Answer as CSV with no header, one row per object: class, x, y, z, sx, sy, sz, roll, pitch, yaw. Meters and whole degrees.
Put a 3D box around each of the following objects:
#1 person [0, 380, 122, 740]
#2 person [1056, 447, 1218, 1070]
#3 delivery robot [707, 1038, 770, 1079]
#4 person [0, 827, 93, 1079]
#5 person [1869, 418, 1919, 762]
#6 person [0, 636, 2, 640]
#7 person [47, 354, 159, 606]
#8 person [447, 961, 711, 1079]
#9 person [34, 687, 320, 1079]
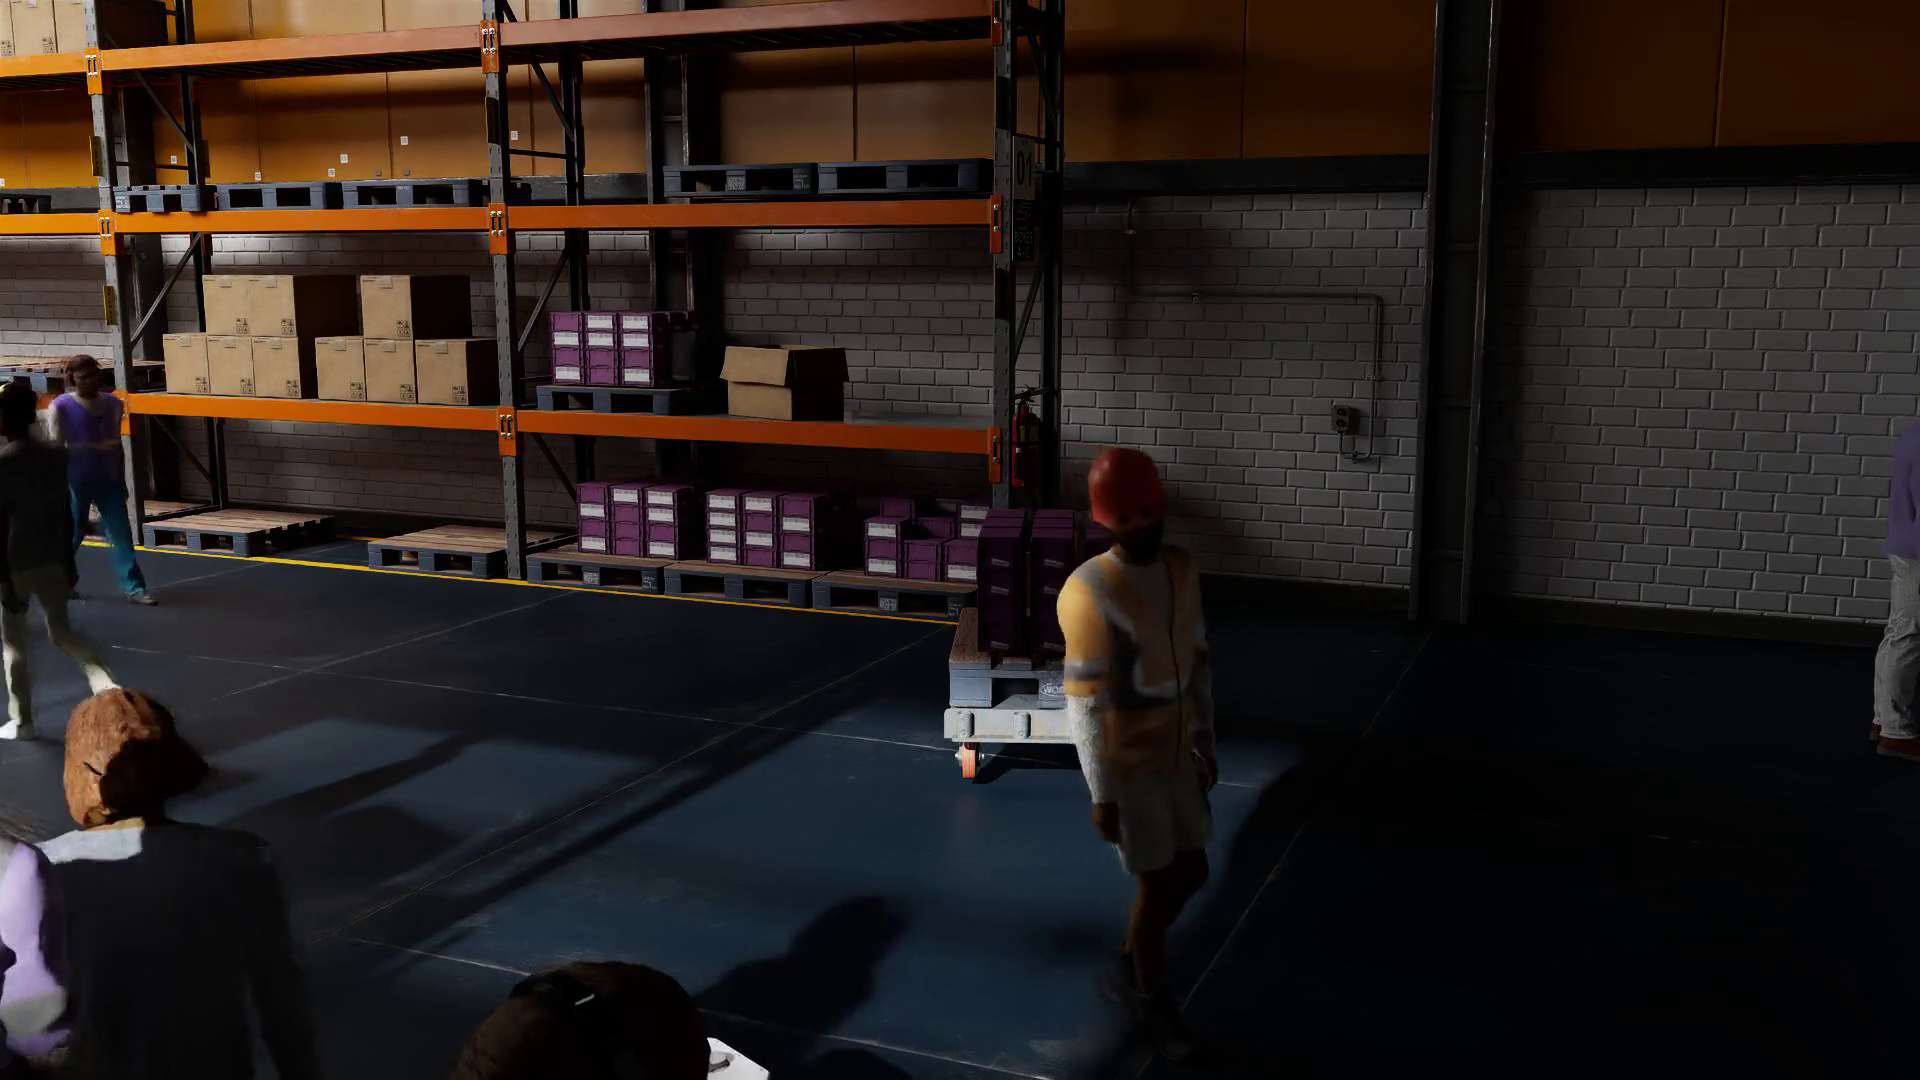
person,-4.586,0.125,8.314,0.782,1.852,0.523,4,10,23
person,0.573,0.654,4.990,0.600,1.895,0.421,-9,13,-42
delivery robot,-0.811,1.439,4.014,0.707,0.478,0.477,-8,13,-41
person,-1.725,1.033,2.765,0.604,1.890,0.838,-1,10,-4
person,4.729,0.103,8.163,0.355,1.937,0.634,4,10,25
person,-6.515,-0.193,10.765,0.825,1.659,0.533,5,11,26
person,-6.180,-0.425,11.780,0.966,1.795,0.602,5,10,25
person,-0.314,1.255,1.556,0.507,1.840,0.344,4,10,23
person,-1.531,1.091,3.225,0.565,1.614,0.400,-1,10,-6
